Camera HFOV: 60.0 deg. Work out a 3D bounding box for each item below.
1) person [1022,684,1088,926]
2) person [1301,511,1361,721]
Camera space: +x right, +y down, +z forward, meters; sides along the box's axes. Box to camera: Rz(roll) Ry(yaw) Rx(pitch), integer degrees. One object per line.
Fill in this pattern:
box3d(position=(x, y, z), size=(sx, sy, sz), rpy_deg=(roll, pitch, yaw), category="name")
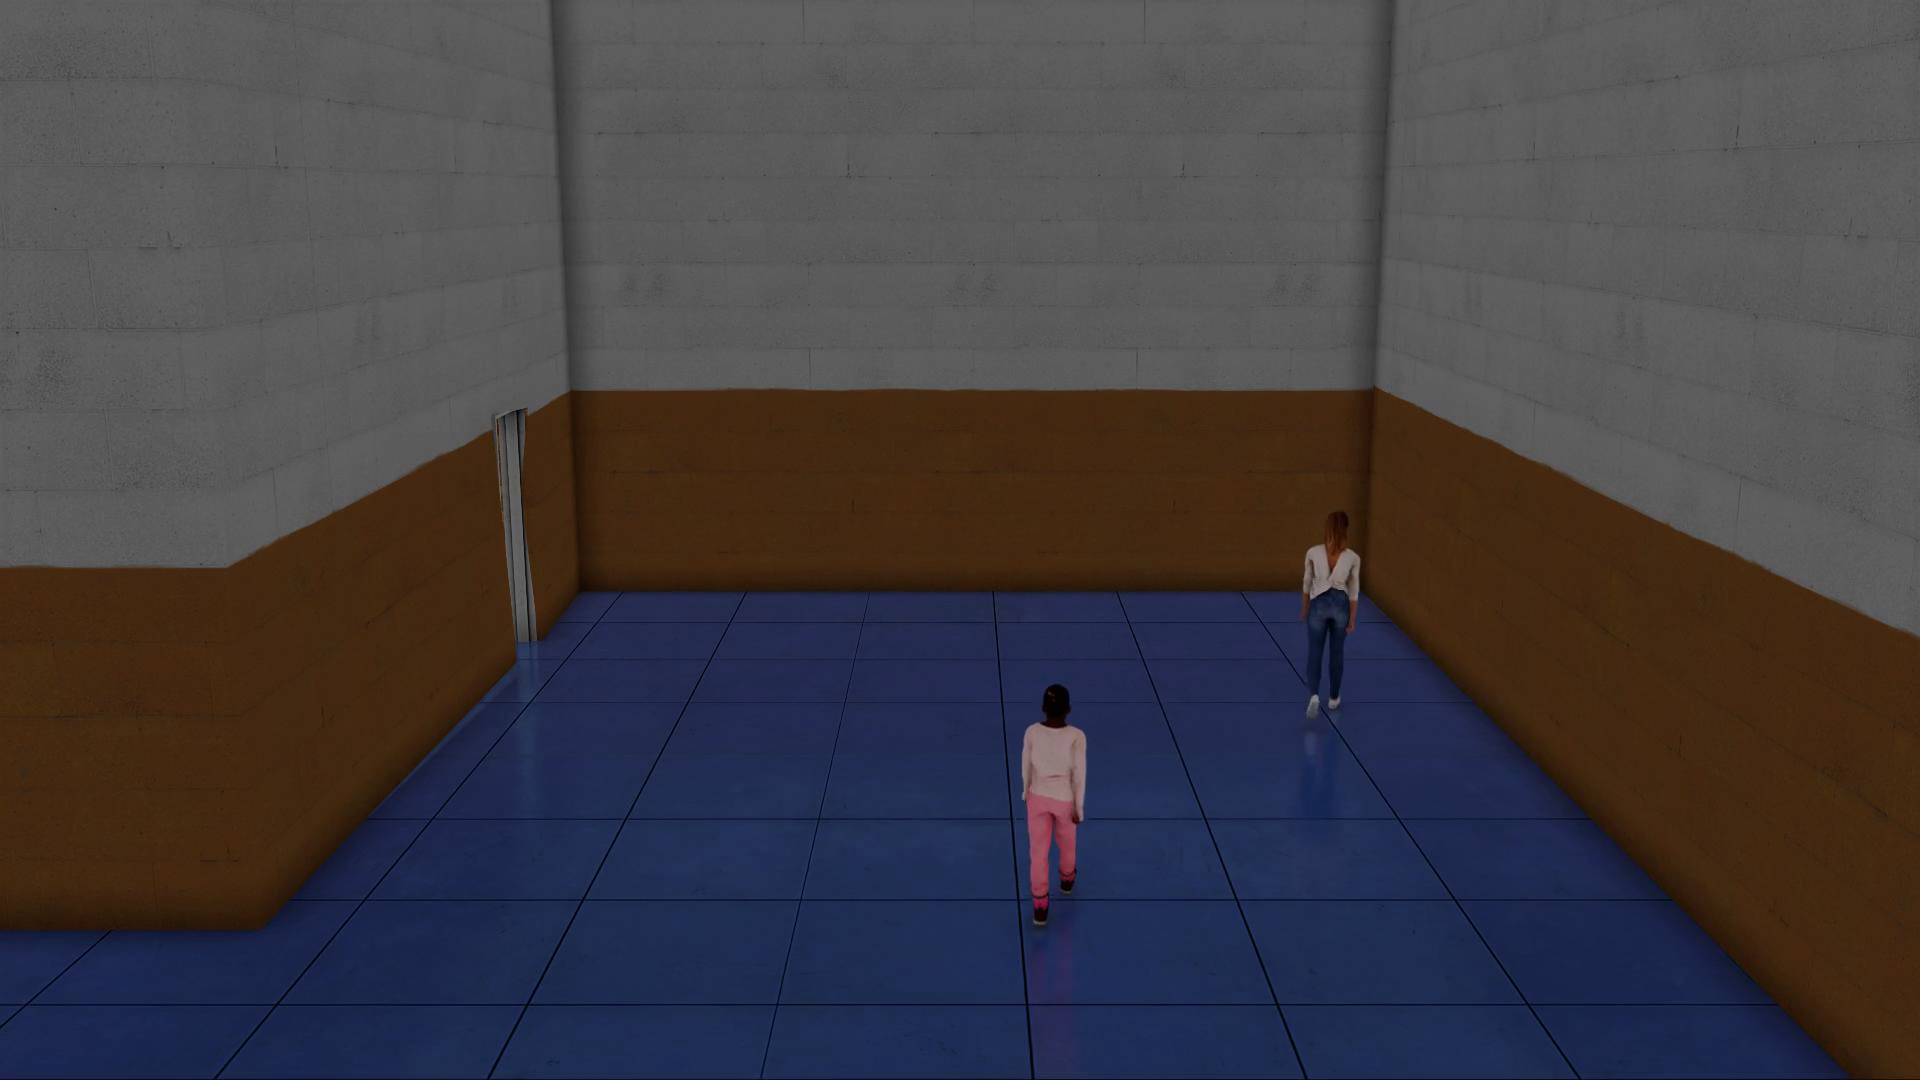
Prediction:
box3d(position=(0.535, 1.559, 9.762), size=(0.927, 1.412, 0.718), rpy_deg=(2, 12, 8), category="person")
box3d(position=(2.980, 0.630, 13.485), size=(1.057, 1.695, 0.843), rpy_deg=(3, 12, 14), category="person")
